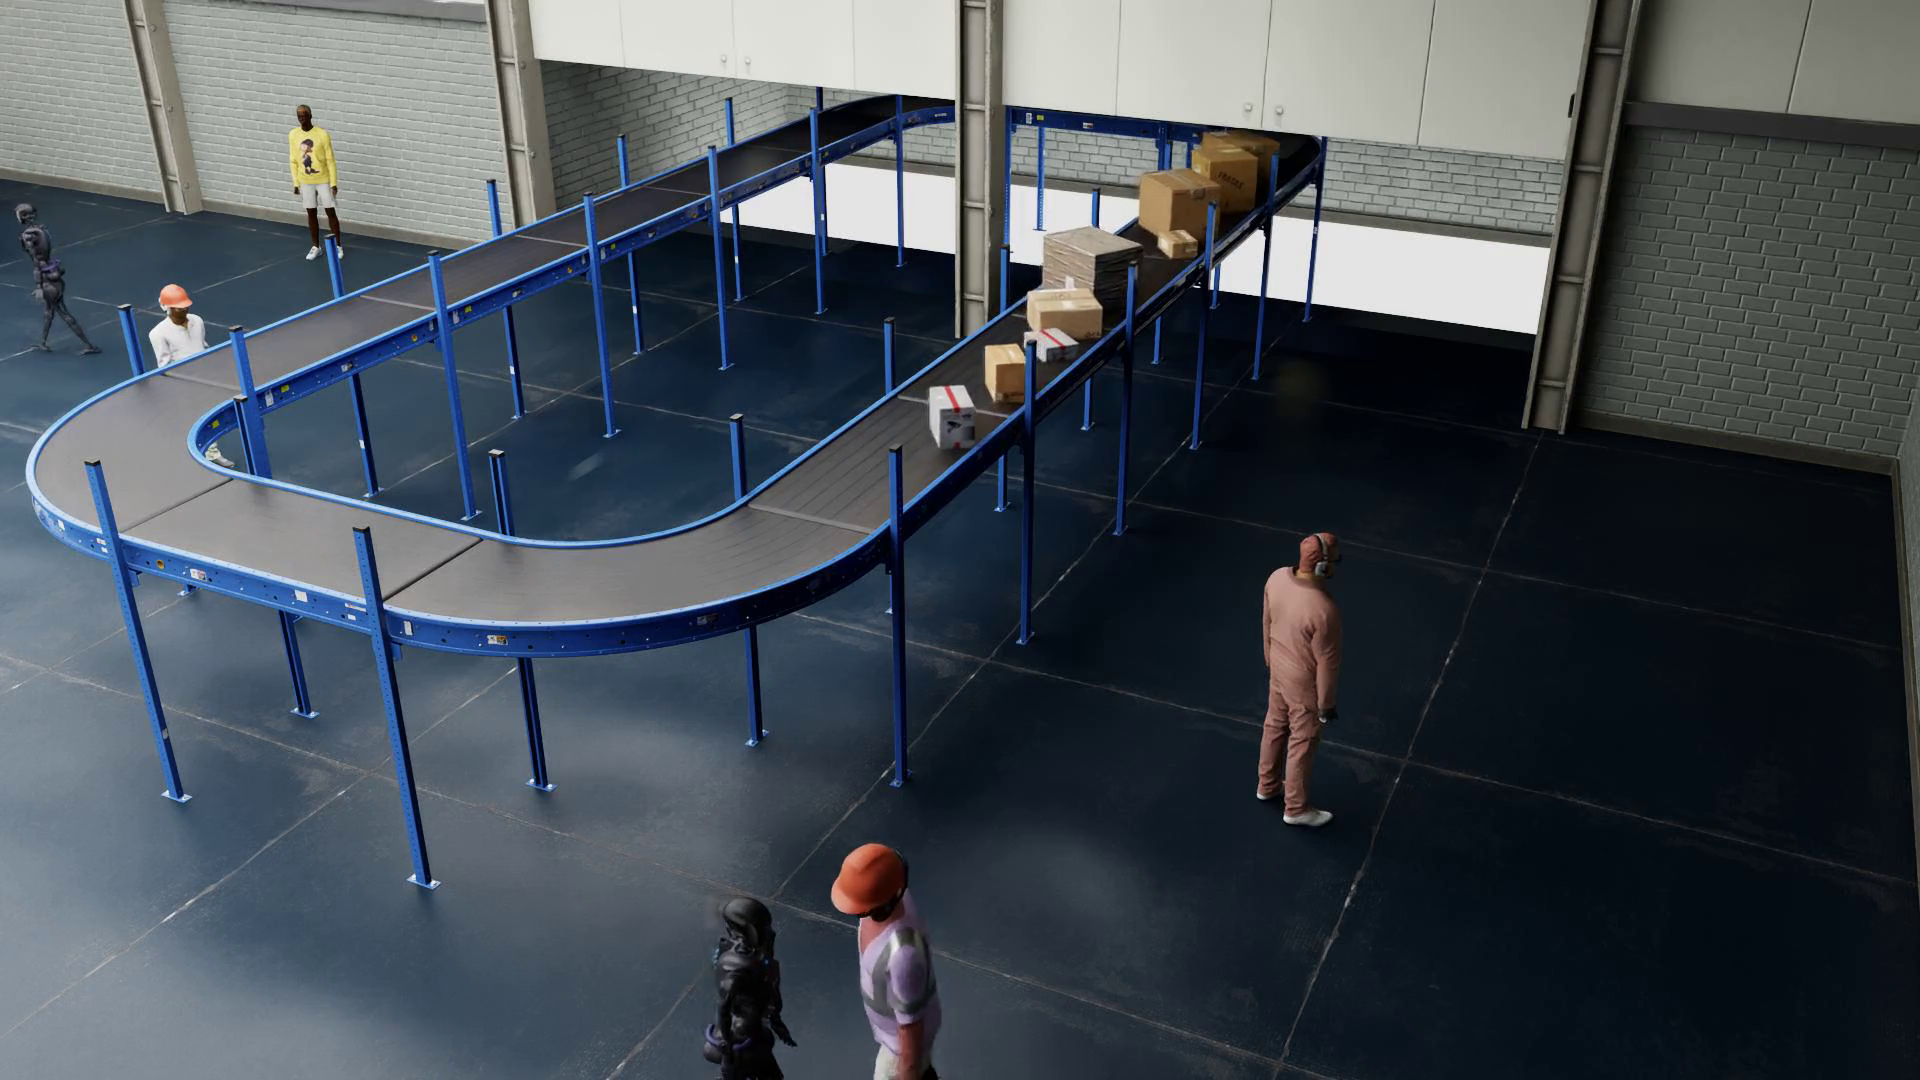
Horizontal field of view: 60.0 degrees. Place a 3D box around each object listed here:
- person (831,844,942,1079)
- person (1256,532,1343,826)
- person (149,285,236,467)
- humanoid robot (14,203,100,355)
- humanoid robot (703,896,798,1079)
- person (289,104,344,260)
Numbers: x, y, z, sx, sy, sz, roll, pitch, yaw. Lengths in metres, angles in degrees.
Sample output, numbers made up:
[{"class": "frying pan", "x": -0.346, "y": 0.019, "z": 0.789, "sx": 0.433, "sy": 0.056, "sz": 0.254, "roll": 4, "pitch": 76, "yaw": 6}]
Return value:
[{"class": "person", "x": -0.308, "y": 2.122, "z": 7.252, "sx": 0.653, "sy": 2.006, "sz": 0.670, "roll": -5, "pitch": 27, "yaw": -10}, {"class": "person", "x": 2.071, "y": 0.822, "z": 9.980, "sx": 0.405, "sy": 1.905, "sz": 0.651, "roll": -11, "pitch": 28, "yaw": -21}, {"class": "person", "x": -6.758, "y": -1.399, "z": 14.624, "sx": 0.324, "sy": 1.751, "sz": 0.558, "roll": 9, "pitch": 28, "yaw": 18}, {"class": "humanoid robot", "x": -9.567, "y": -2.704, "z": 17.378, "sx": 0.755, "sy": 1.630, "sz": 0.601, "roll": -7, "pitch": 27, "yaw": -14}, {"class": "humanoid robot", "x": -0.889, "y": 2.270, "z": 7.347, "sx": 0.727, "sy": 1.627, "sz": 0.589, "roll": 7, "pitch": 27, "yaw": 13}, {"class": "person", "x": -7.965, "y": -4.421, "z": 20.552, "sx": 0.544, "sy": 1.899, "sz": 0.377, "roll": -2, "pitch": 26, "yaw": -4}]
